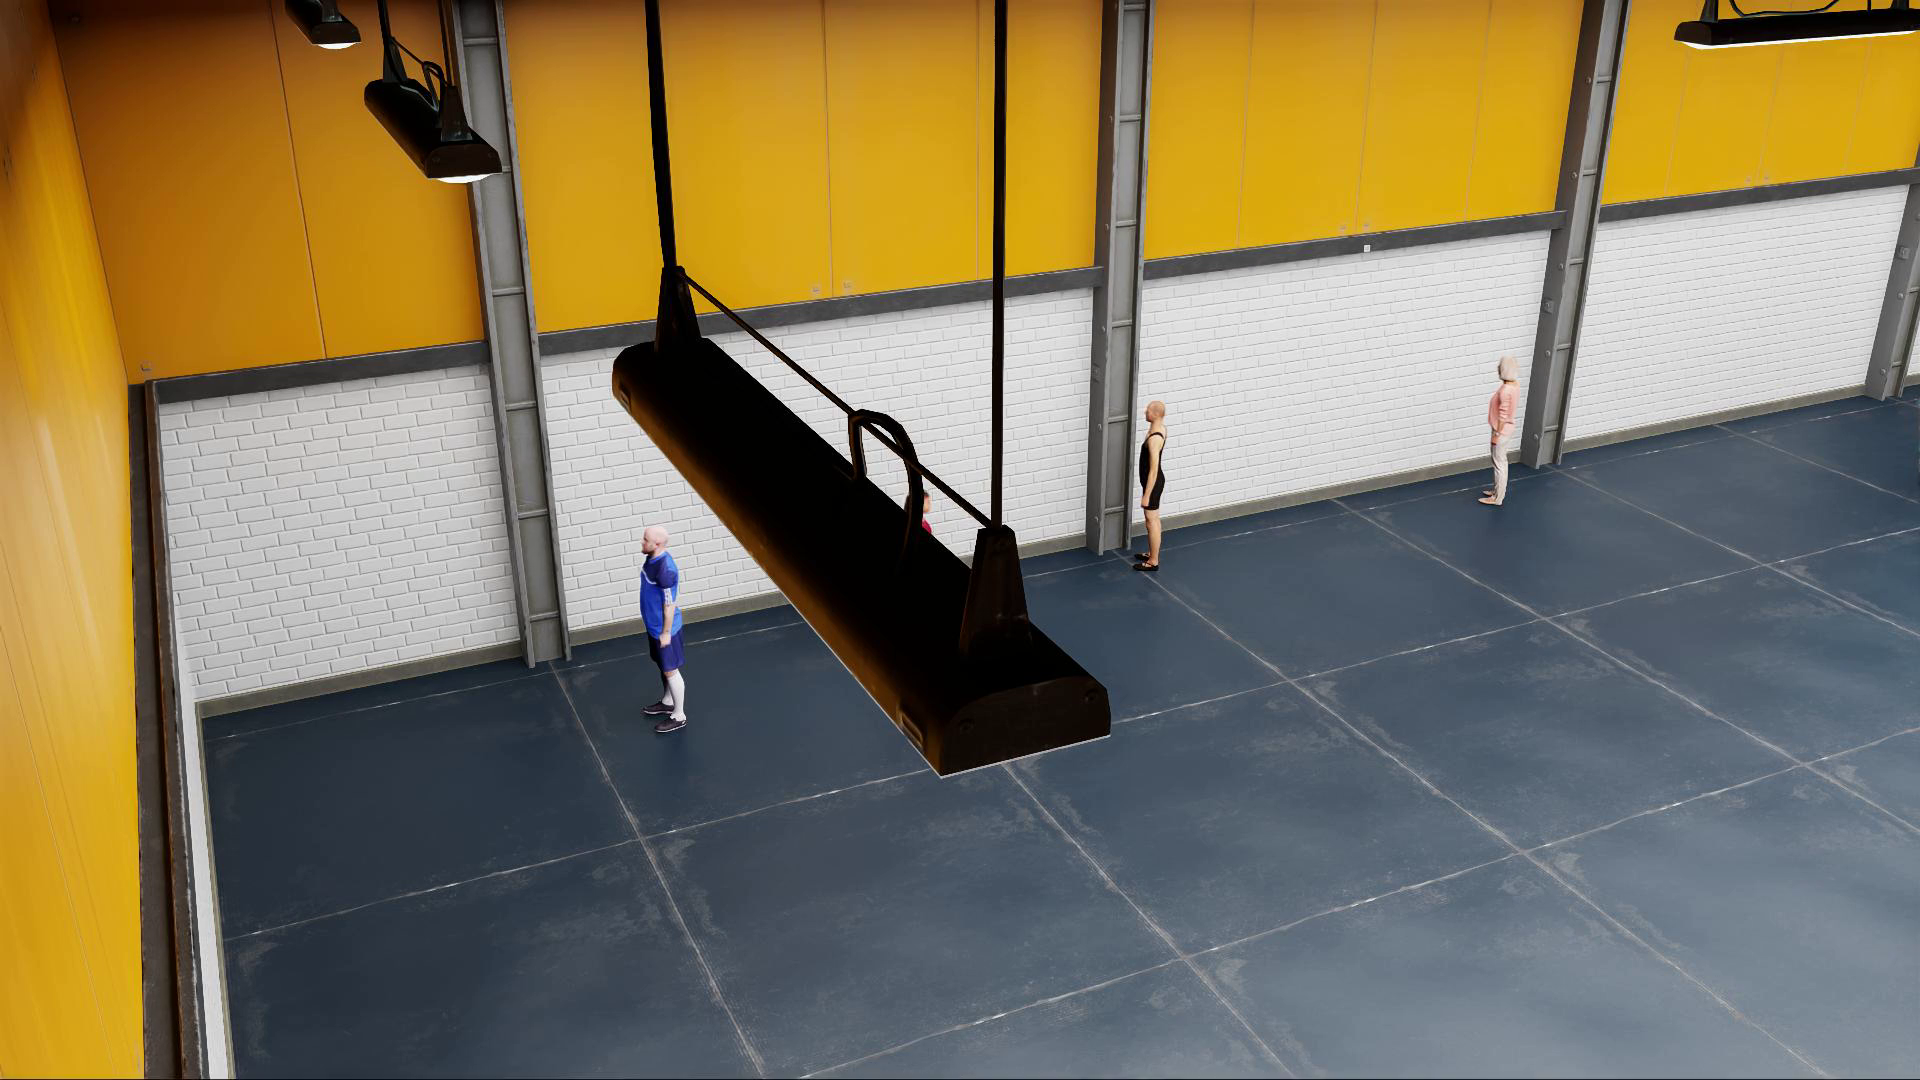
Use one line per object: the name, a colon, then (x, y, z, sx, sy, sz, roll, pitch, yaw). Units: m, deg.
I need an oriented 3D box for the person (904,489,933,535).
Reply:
person: (-0.393, 0.239, 15.508, 0.704, 1.554, 0.645, -1, 24, -2)

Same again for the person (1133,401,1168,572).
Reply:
person: (1.976, -0.563, 17.015, 0.725, 1.816, 0.716, 4, 24, 9)

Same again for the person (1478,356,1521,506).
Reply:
person: (6.087, -1.239, 18.675, 0.742, 1.724, 0.651, 12, 26, 26)

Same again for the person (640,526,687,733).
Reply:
person: (-2.513, 0.717, 14.054, 0.553, 1.842, 0.657, -10, 26, -22)
